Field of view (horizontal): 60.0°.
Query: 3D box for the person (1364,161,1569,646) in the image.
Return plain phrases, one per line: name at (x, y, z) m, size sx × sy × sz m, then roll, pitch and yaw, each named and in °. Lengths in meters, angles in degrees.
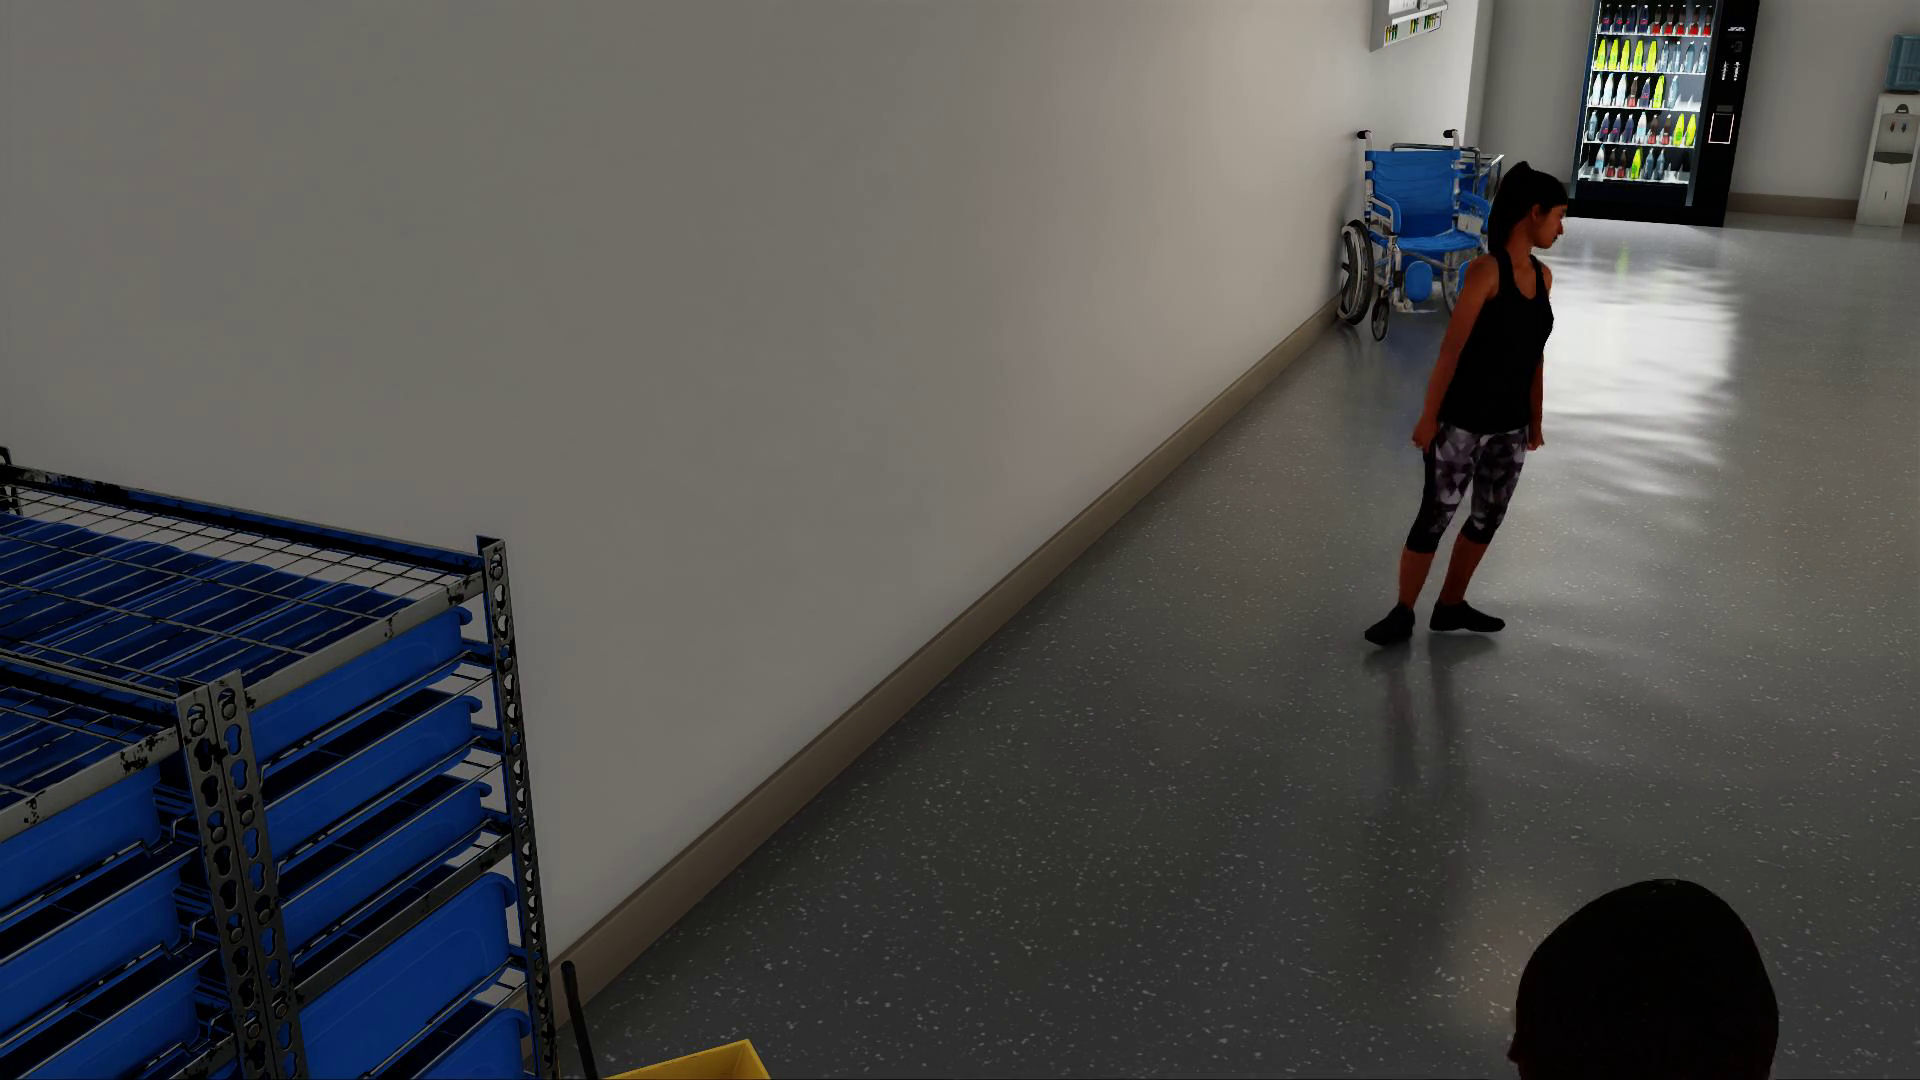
person at (1.685, -0.421, 5.586) m, size 0.814 × 1.647 × 0.788 m, roll -8°, pitch 22°, yaw -21°
